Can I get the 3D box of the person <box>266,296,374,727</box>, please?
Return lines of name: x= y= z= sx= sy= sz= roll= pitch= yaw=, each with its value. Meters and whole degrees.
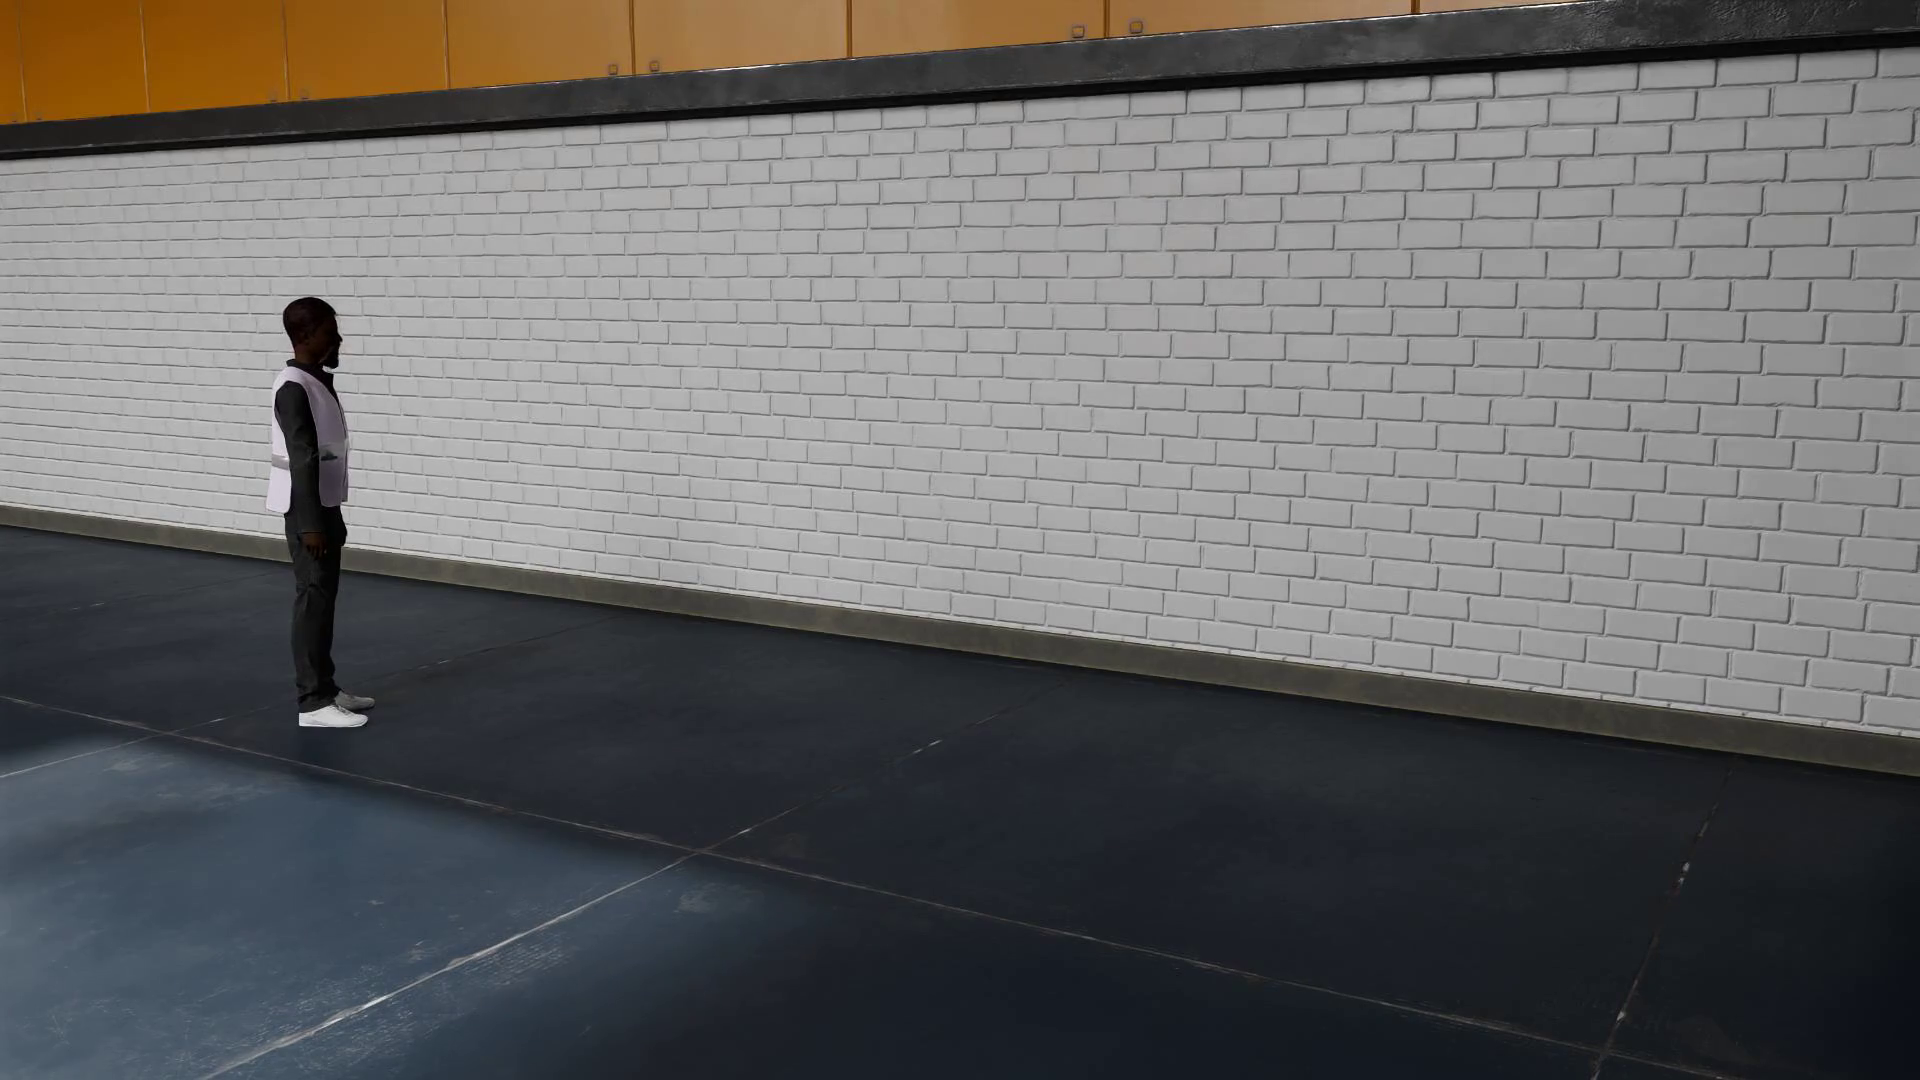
person: x=-2.894 y=-0.124 z=7.470 sx=0.392 sy=1.922 sz=0.593 roll=-2 pitch=9 yaw=-14
